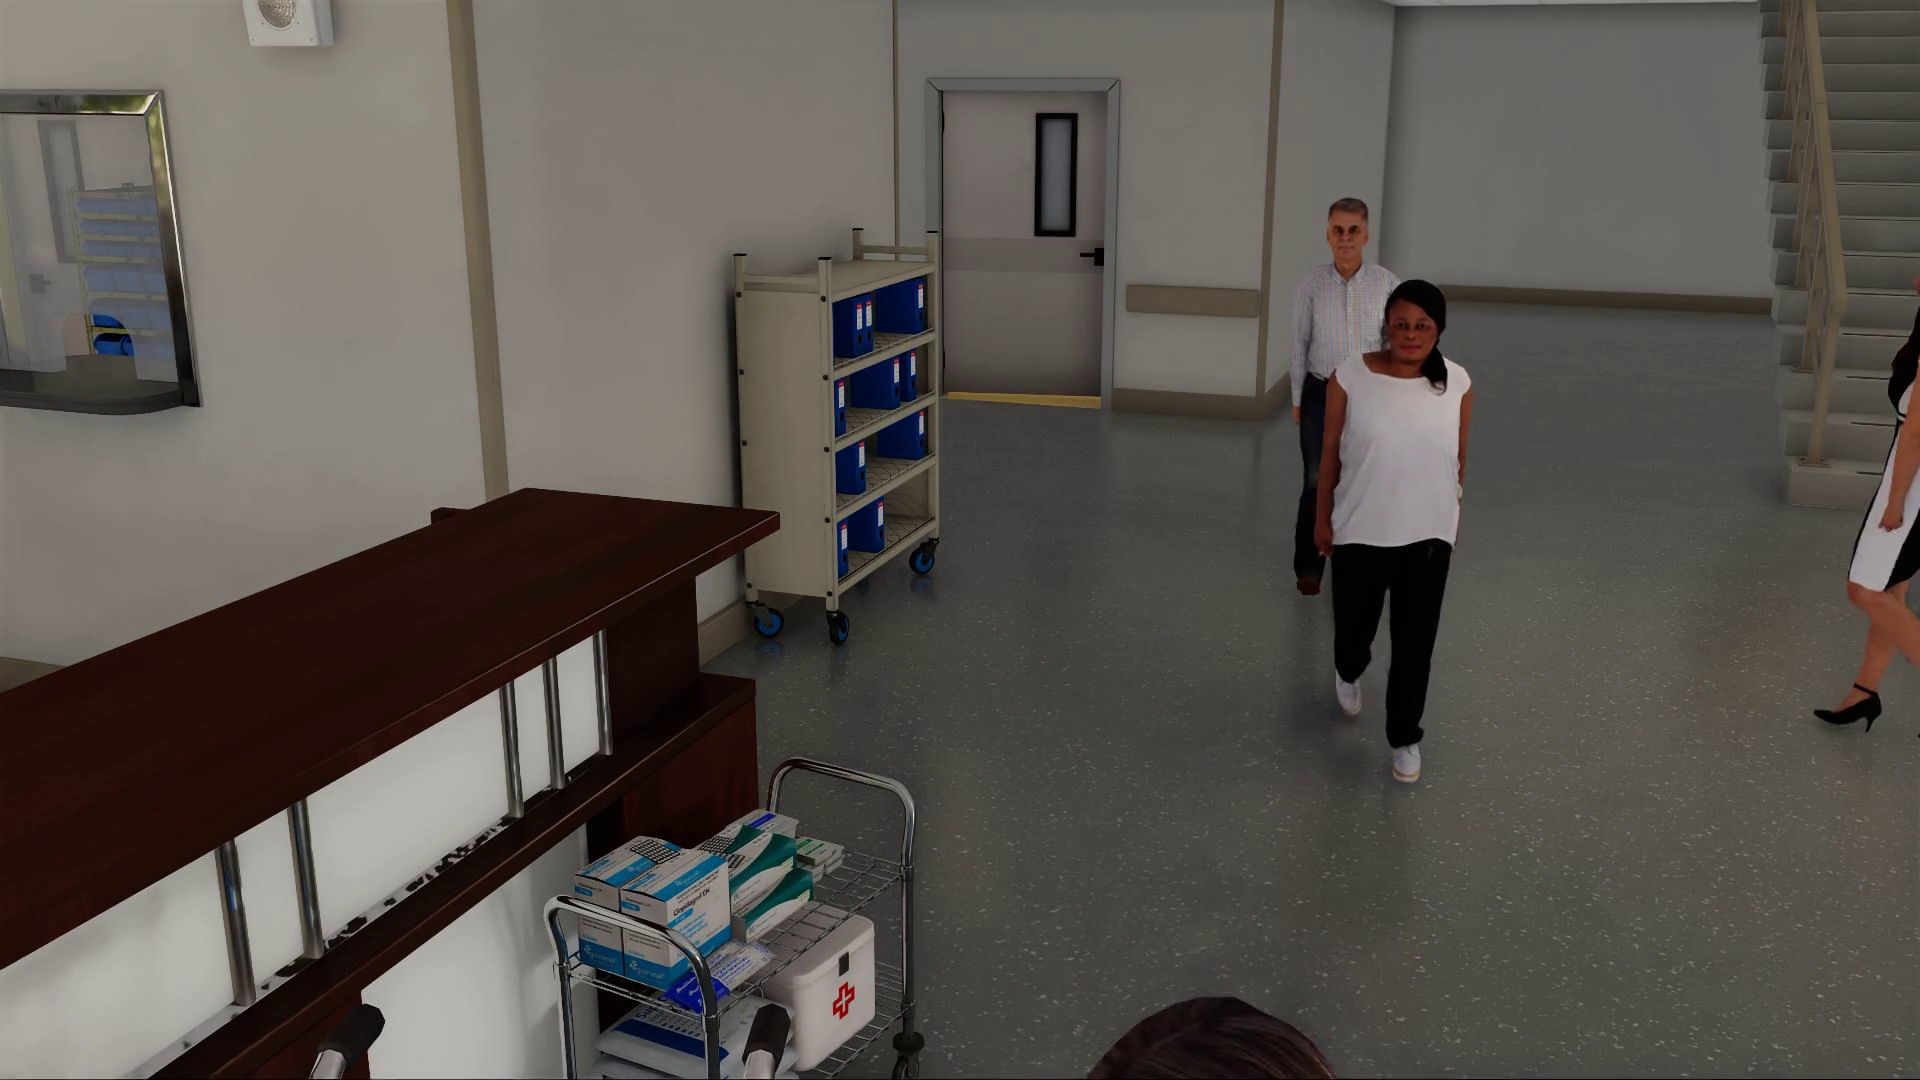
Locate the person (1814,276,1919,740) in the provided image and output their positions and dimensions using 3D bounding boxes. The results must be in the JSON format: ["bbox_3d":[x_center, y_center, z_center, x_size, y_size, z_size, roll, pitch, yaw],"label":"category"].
[{"bbox_3d":[3.378,-0.122,5.773,0.875,1.787,0.896,-12,20,-36],"label":"person"}]

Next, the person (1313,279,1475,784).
[{"bbox_3d":[1.506,-0.064,5.806,0.796,1.658,1.115,3,16,9],"label":"person"}]

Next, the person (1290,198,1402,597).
[{"bbox_3d":[1.789,-0.659,7.707,0.798,1.771,1.180,3,16,9],"label":"person"}]

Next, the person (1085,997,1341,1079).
[{"bbox_3d":[0.220,1.132,1.550,0.655,1.665,0.703,6,17,21],"label":"person"}]
